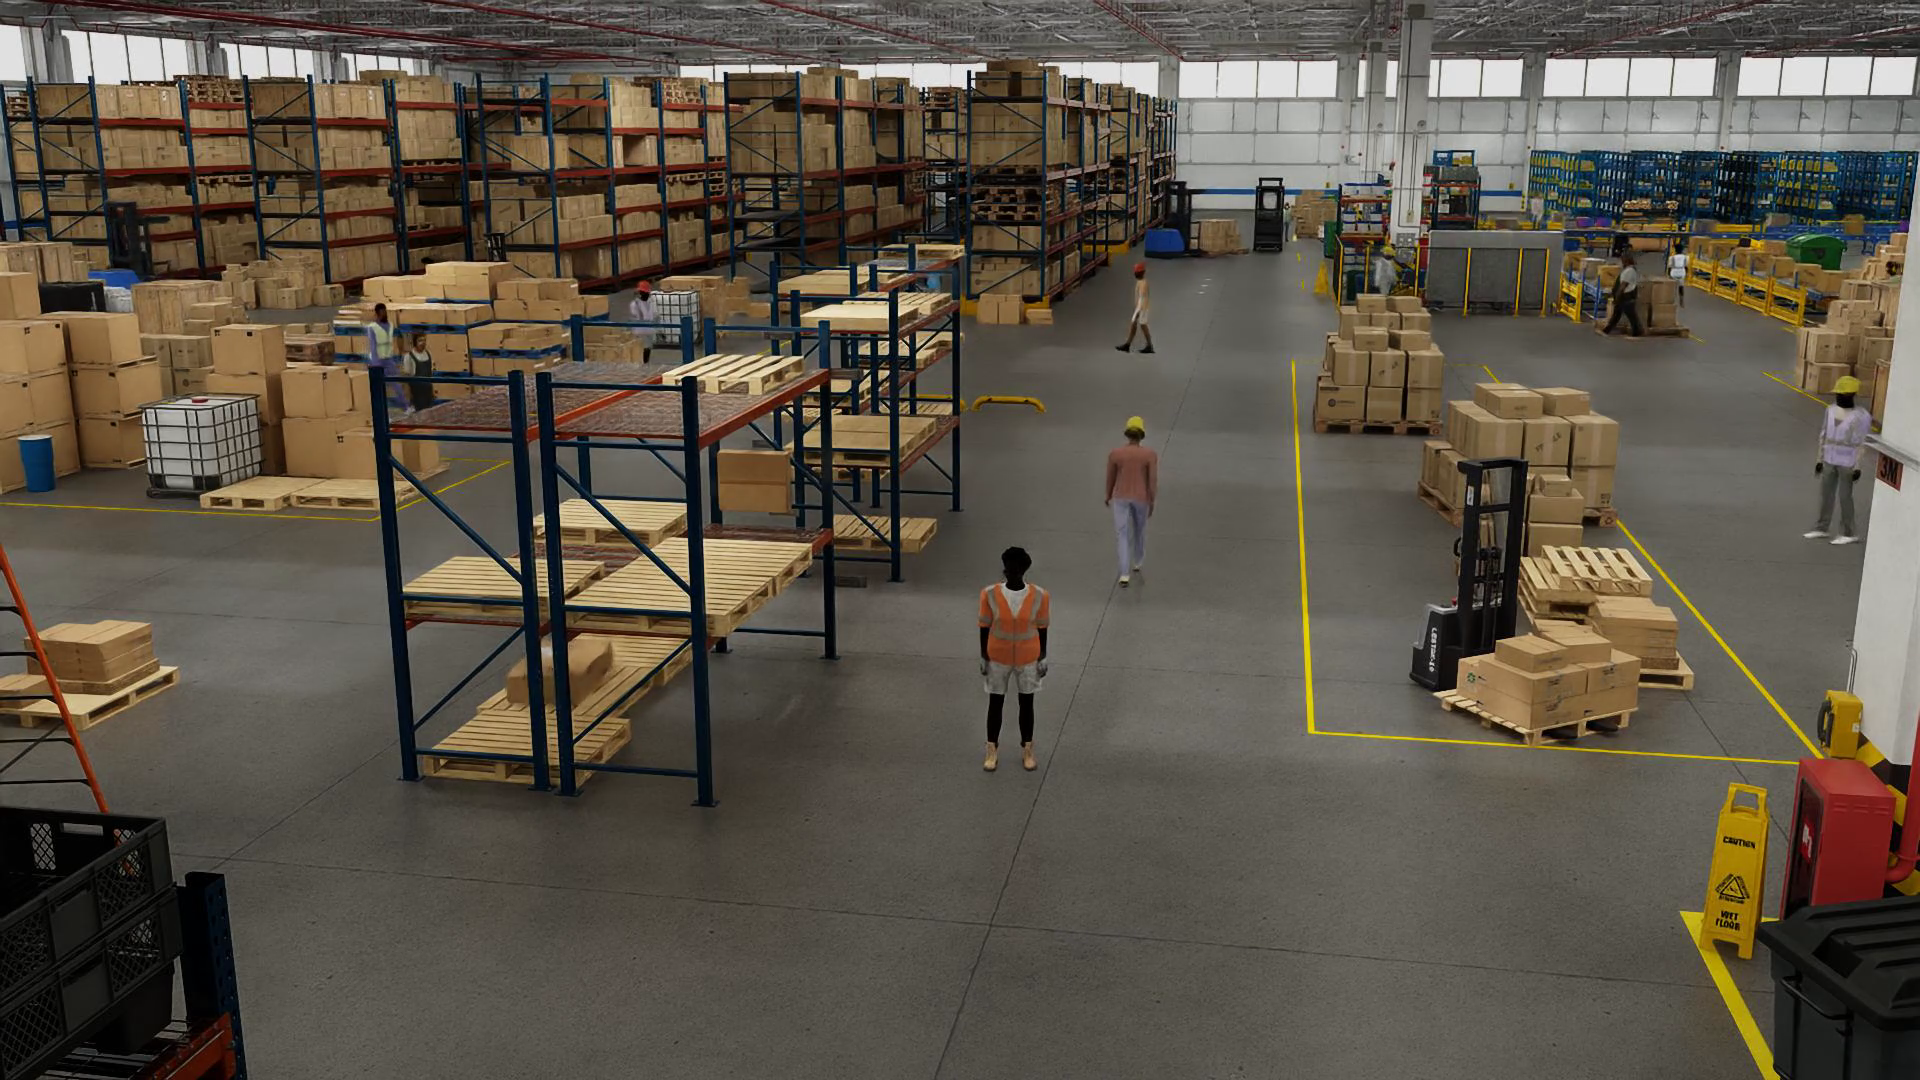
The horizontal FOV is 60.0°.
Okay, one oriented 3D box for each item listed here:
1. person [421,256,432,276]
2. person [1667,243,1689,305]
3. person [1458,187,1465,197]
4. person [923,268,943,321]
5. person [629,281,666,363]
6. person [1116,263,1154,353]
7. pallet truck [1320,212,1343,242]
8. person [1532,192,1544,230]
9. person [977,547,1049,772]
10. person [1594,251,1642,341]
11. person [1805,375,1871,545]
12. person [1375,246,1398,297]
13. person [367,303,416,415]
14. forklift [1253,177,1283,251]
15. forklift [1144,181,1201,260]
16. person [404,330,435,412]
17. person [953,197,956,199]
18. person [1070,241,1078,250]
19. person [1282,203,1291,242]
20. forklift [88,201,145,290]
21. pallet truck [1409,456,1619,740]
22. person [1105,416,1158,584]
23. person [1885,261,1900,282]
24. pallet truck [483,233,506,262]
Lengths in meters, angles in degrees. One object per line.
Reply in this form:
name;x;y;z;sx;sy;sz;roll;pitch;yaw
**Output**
person;-11.527;-5.232;36.381;0.820;1.946;0.615;10;17;34
person;19.128;-7.061;44.322;0.548;1.683;0.553;3;14;11
person;24.336;-16.158;80.663;0.582;1.973;0.622;-1;14;-3
person;-0.690;-6.299;41.261;0.533;1.670;0.756;-5;15;-19
person;-5.762;-3.830;30.761;0.768;1.906;0.570;11;18;38
person;3.728;-4.859;34.942;0.817;1.899;0.567;-1;14;-5
pallet truck;15.874;-13.227;70.310;0.680;1.201;1.601;10;17;35
person;26.534;-15.077;76.485;0.644;1.880;0.796;-3;14;-11
person;0.389;0.865;12.134;0.529;1.694;0.321;0;14;-1
person;14.832;-5.480;37.181;1.044;2.000;0.694;6;15;22
person;9.968;-0.908;18.853;0.382;1.924;0.594;-5;15;-20
person;10.634;-6.379;41.316;0.615;1.808;0.659;-12;18;-40
person;-9.494;-2.966;27.368;1.039;1.860;0.609;6;15;22
forklift;12.083;-12.747;64.956;1.129;2.768;1.873;3;14;10
forklift;7.764;-11.670;60.584;1.873;2.768;1.129;-9;17;-33
person;-7.836;-2.130;24.029;0.623;1.831;0.520;8;16;28
person;-0.074;-17.709;87.076;0.561;1.922;0.537;-1;14;-5
person;3.975;-10.691;58.588;0.433;1.918;0.642;-4;14;-16
person;13.779;-13.447;70.362;0.498;1.634;0.278;-3;14;-12
forklift;-21.628;-7.364;43.100;1.129;2.768;1.873;8;16;31
pallet truck;4.504;0.400;13.395;0.823;1.965;1.885;-6;15;-23
person;1.785;-0.429;17.332;0.533;1.719;0.903;1;14;5
person;20.281;-5.142;36.219;0.444;1.851;0.510;4;14;17
pallet truck;-11.832;-7.026;43.548;1.885;1.965;0.823;8;16;28
